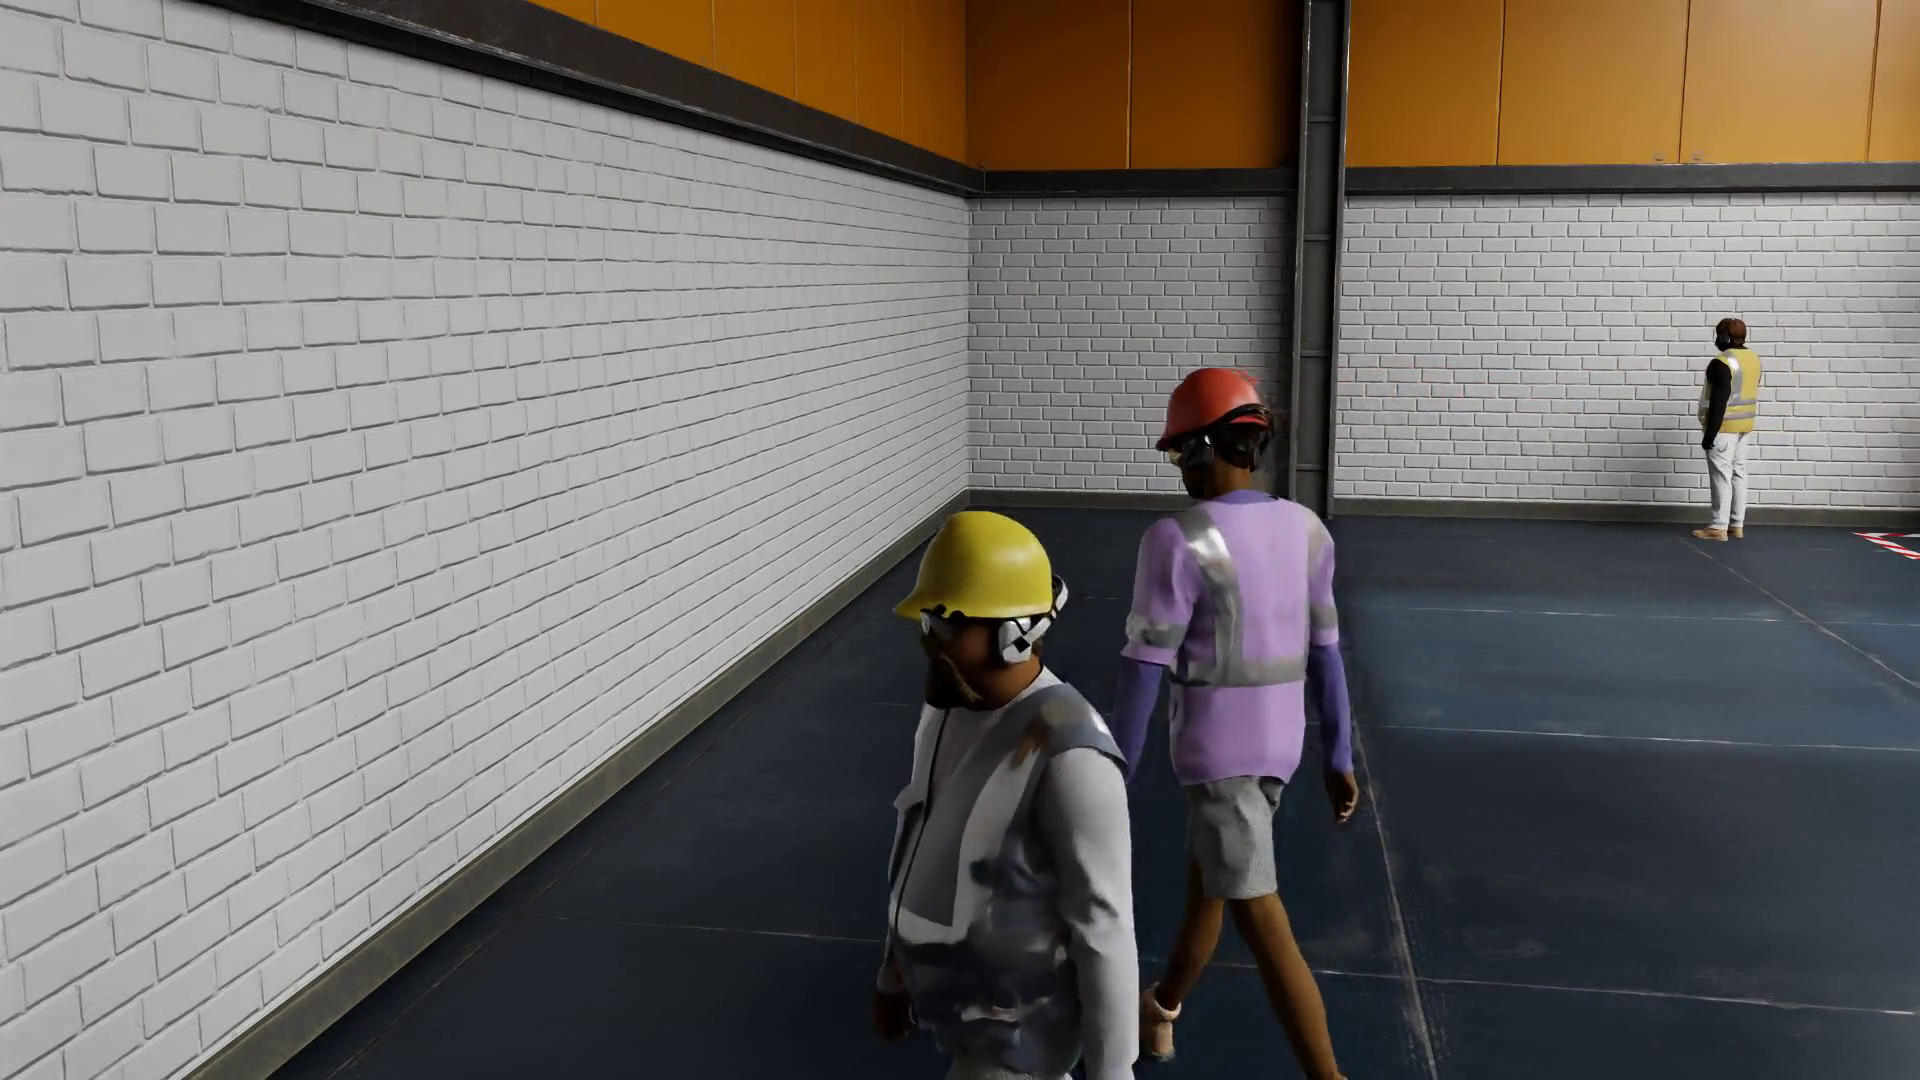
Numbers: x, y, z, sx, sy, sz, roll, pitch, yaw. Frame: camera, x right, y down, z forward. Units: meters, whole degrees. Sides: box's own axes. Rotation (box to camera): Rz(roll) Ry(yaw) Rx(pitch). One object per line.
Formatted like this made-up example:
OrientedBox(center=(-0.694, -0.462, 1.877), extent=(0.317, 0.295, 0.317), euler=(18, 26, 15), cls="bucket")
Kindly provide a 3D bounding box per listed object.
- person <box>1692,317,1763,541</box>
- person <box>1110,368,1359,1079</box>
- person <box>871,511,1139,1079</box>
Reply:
OrientedBox(center=(6.342, -0.916, 13.785), extent=(0.634, 1.841, 0.429), euler=(-7, 12, -37), cls="person")
OrientedBox(center=(0.713, 0.555, 4.294), extent=(0.656, 1.976, 1.092), euler=(-7, 12, -38), cls="person")
OrientedBox(center=(-0.031, 0.843, 3.001), extent=(0.904, 1.791, 0.619), euler=(-3, 10, -20), cls="person")
